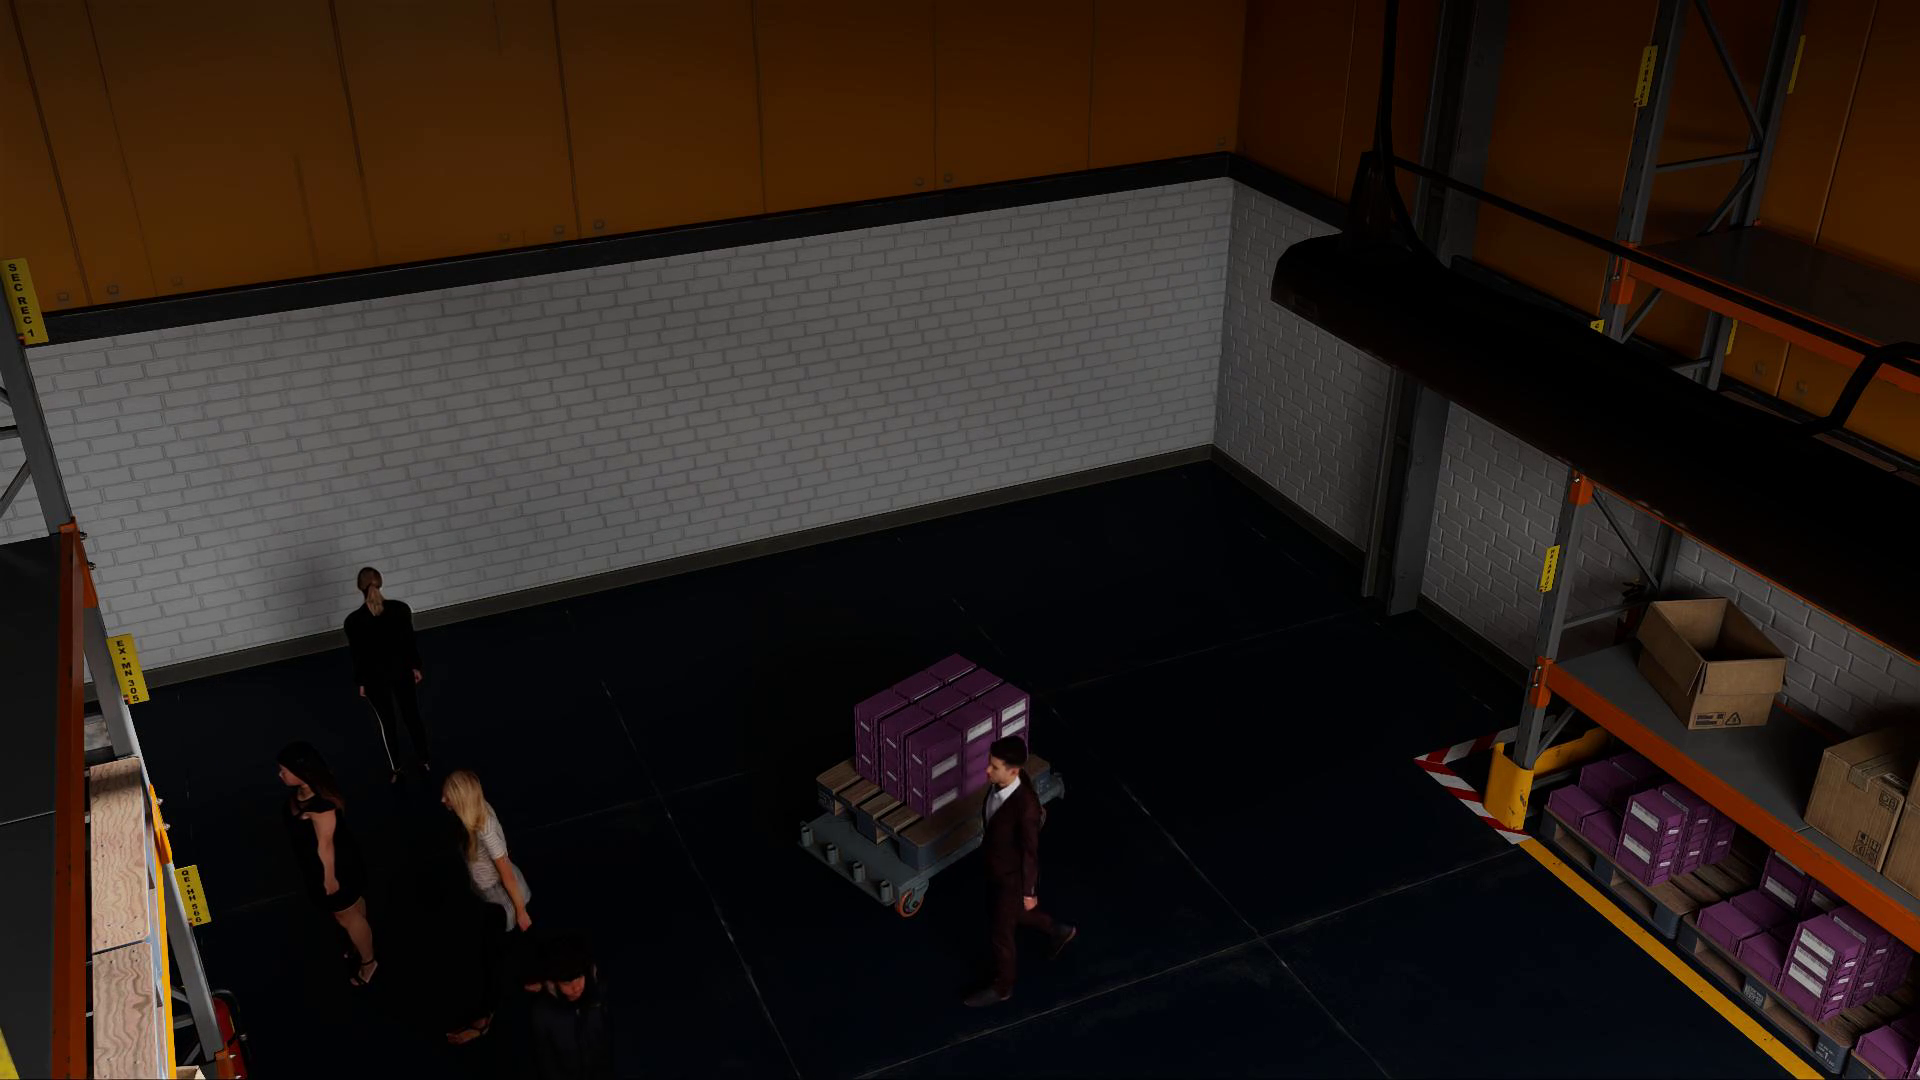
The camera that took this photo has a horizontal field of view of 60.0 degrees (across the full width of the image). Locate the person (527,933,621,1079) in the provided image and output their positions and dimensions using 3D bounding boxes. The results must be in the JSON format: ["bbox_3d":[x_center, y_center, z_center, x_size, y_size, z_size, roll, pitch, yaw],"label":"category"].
[{"bbox_3d":[-1.967,2.635,8.291,0.772,1.735,1.125,-22,35,-34],"label":"person"}]

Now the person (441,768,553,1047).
[{"bbox_3d":[-2.525,1.994,9.410,0.770,1.789,0.942,-15,32,-25],"label":"person"}]

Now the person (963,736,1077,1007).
[{"bbox_3d":[0.358,1.872,9.573,0.823,1.847,0.955,-8,30,-15],"label":"person"}]

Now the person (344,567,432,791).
[{"bbox_3d":[-3.920,0.951,11.410,0.647,1.705,0.566,-17,33,-29],"label":"person"}]

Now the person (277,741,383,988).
[{"bbox_3d":[-3.656,1.873,9.714,0.693,1.711,0.530,-12,31,-20],"label":"person"}]
